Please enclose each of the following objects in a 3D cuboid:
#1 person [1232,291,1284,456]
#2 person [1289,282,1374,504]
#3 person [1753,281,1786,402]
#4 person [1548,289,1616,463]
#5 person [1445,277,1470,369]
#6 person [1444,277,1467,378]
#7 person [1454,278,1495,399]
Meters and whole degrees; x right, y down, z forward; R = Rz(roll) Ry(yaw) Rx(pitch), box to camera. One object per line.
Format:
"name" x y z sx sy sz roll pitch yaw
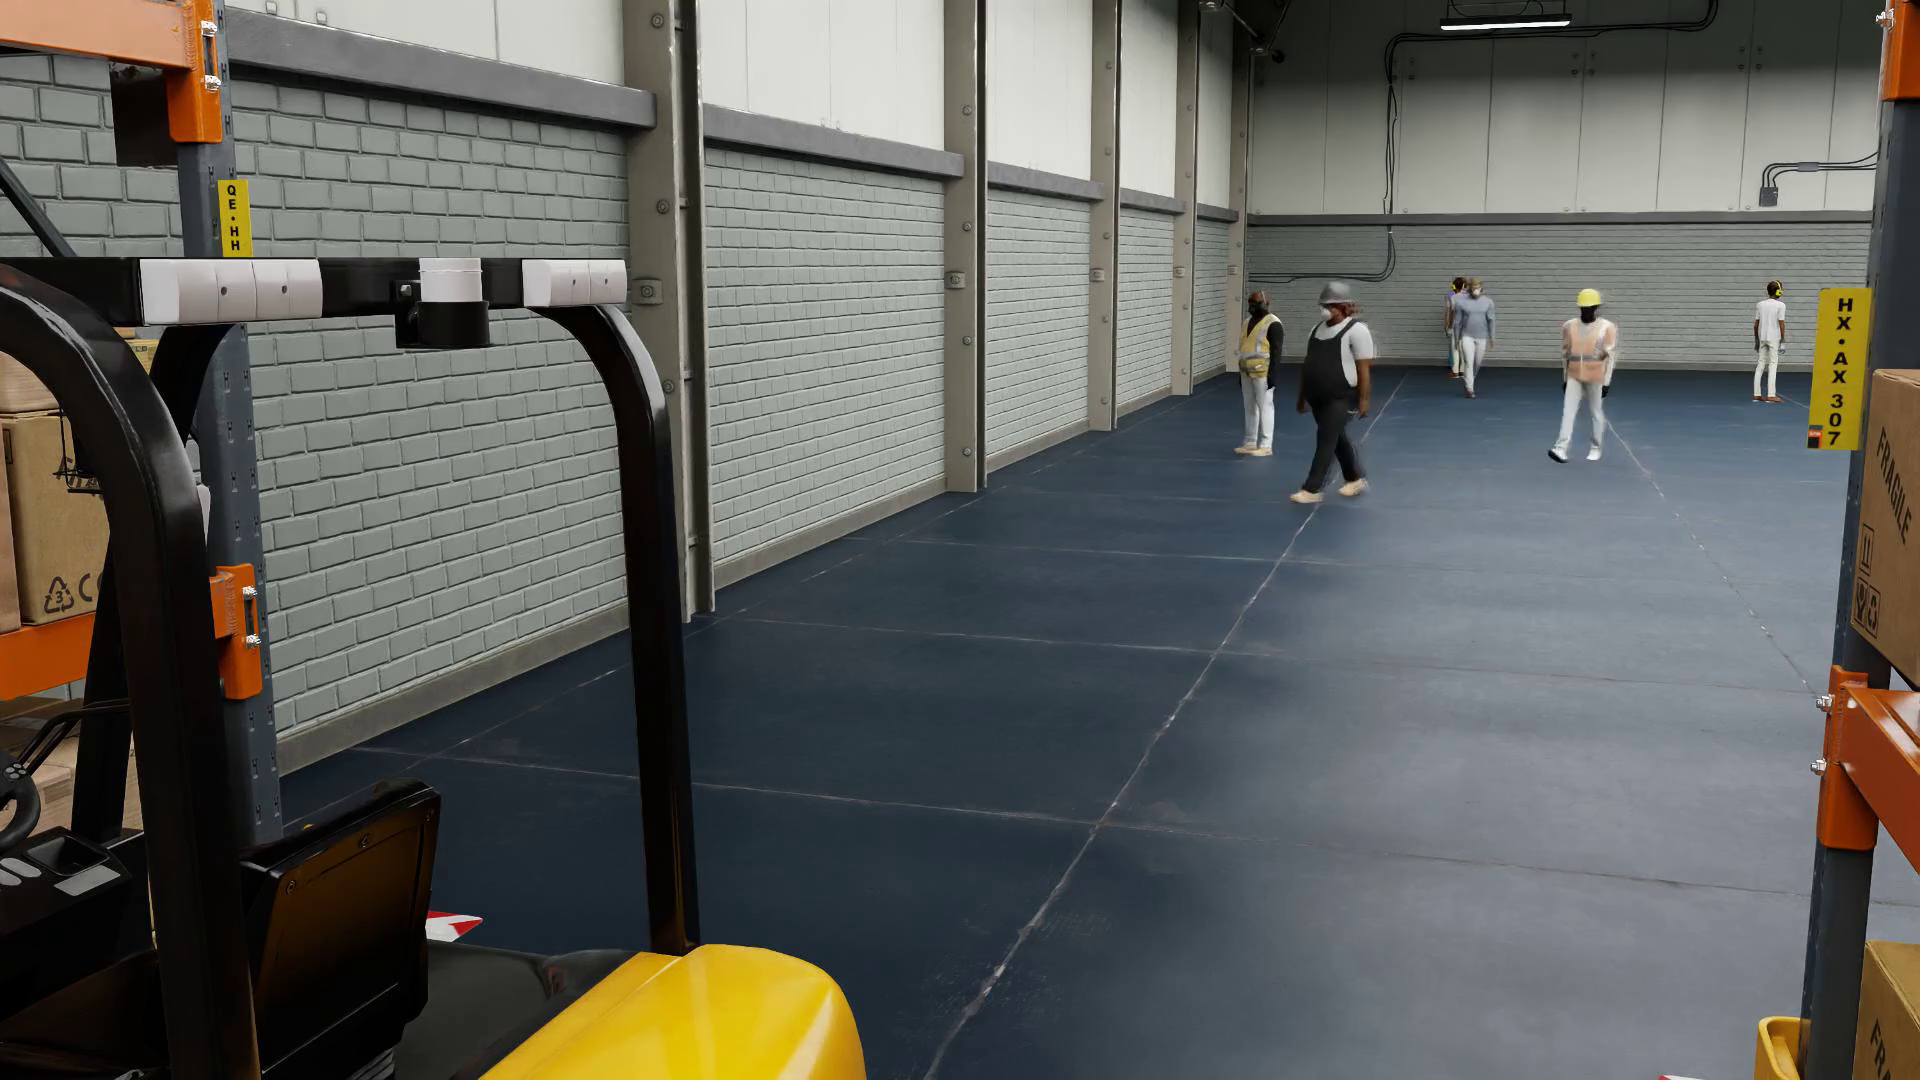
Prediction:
"person" 3.318 -1.856 18.591 0.429 1.841 0.631 -5 11 -27
"person" 3.397 -1.375 15.128 1.032 2.000 0.696 -6 11 -30
"person" 12.492 -3.053 25.633 0.322 1.871 0.531 -5 11 -29
"person" 6.724 -1.755 17.908 0.595 1.869 0.993 8 12 39
"person" 10.019 -4.337 33.346 0.570 1.845 0.381 1 10 8
"person" 9.283 -3.963 31.071 0.532 1.862 0.314 -7 12 -38
"person" 8.196 -3.232 26.591 0.636 1.913 0.910 1 10 5
